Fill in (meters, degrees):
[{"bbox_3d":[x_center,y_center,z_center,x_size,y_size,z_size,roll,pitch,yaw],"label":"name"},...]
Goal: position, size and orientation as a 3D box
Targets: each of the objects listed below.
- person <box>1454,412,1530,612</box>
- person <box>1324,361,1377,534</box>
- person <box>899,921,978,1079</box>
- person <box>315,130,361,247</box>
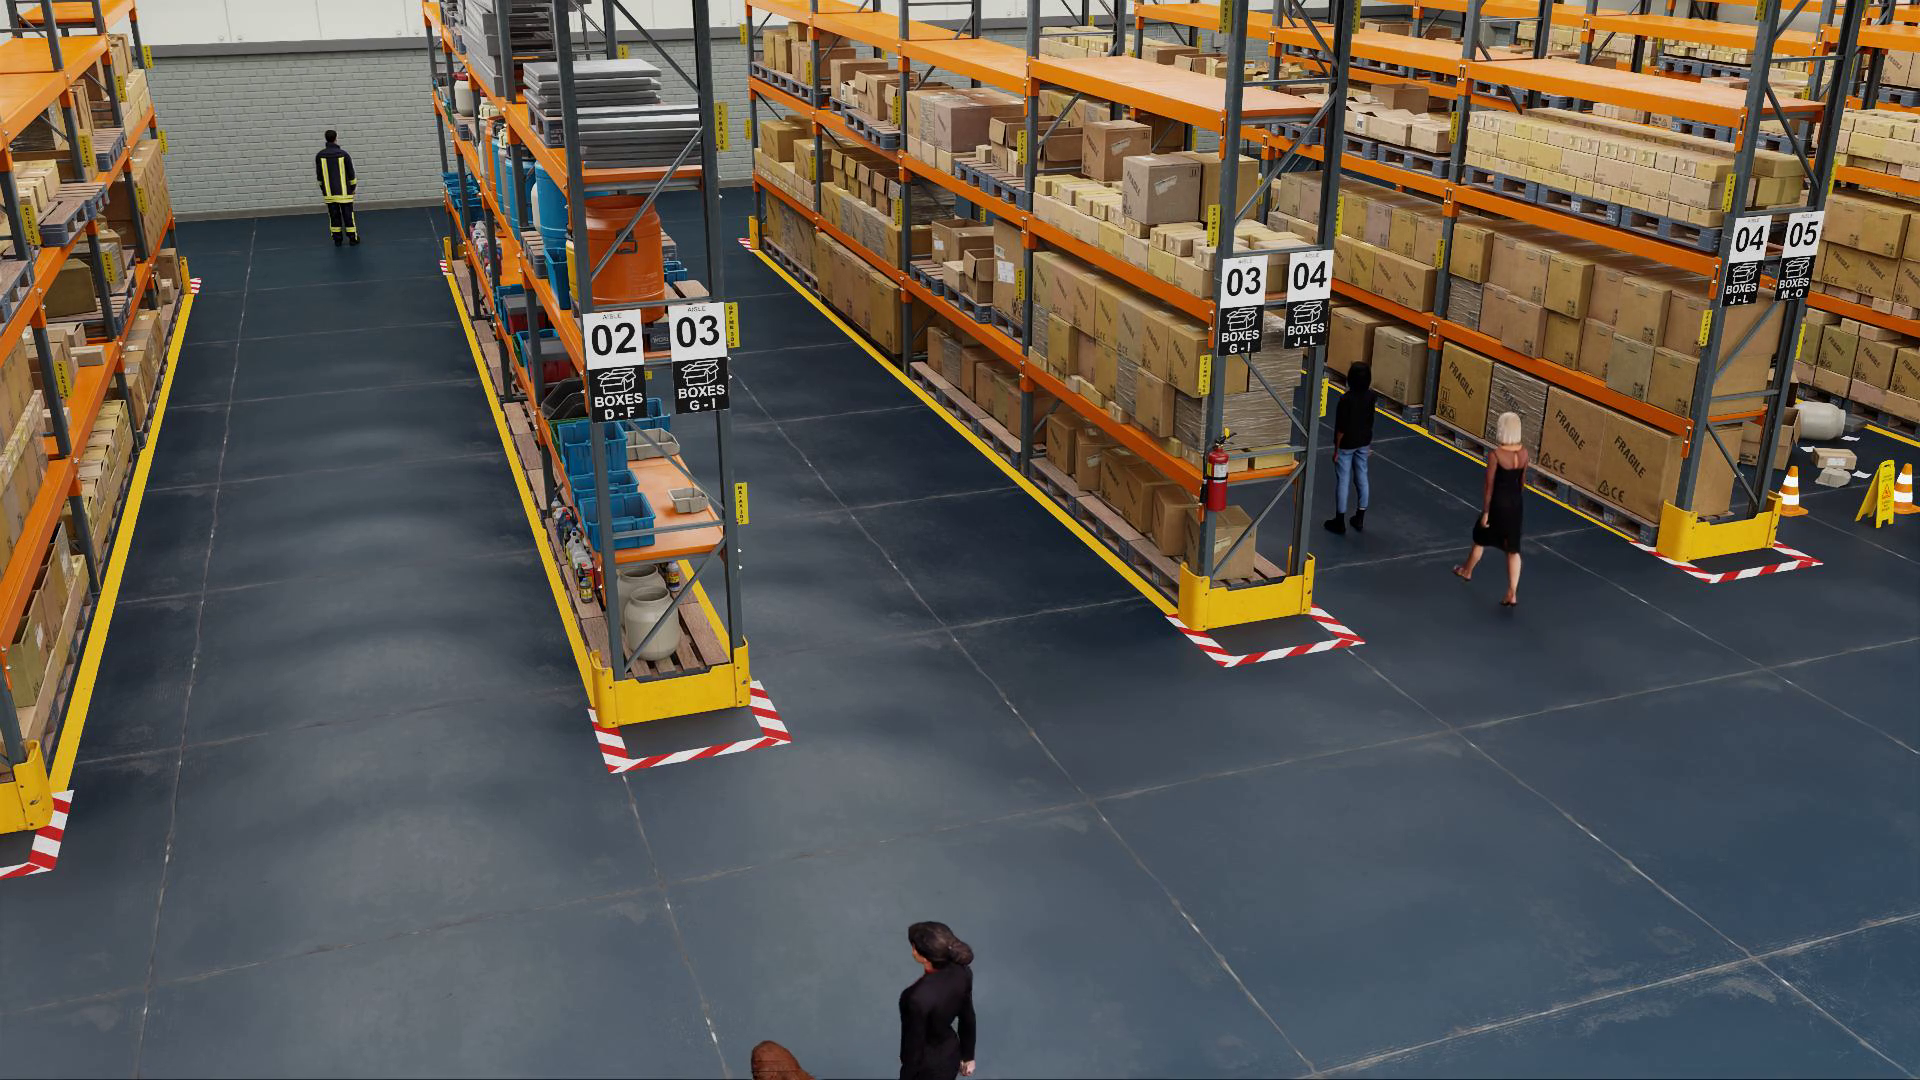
[{"bbox_3d":[4.712,-0.199,14.297,0.683,1.693,1.073,-6,23,-13],"label":"person"},{"bbox_3d":[3.776,-0.894,15.986,0.568,1.701,0.529,-8,23,-18],"label":"person"},{"bbox_3d":[-0.050,2.515,7.749,0.752,1.627,0.700,14,26,30],"label":"person"},{"bbox_3d":[-10.493,-5.941,28.027,0.823,1.927,0.732,-4,23,-9],"label":"person"}]
